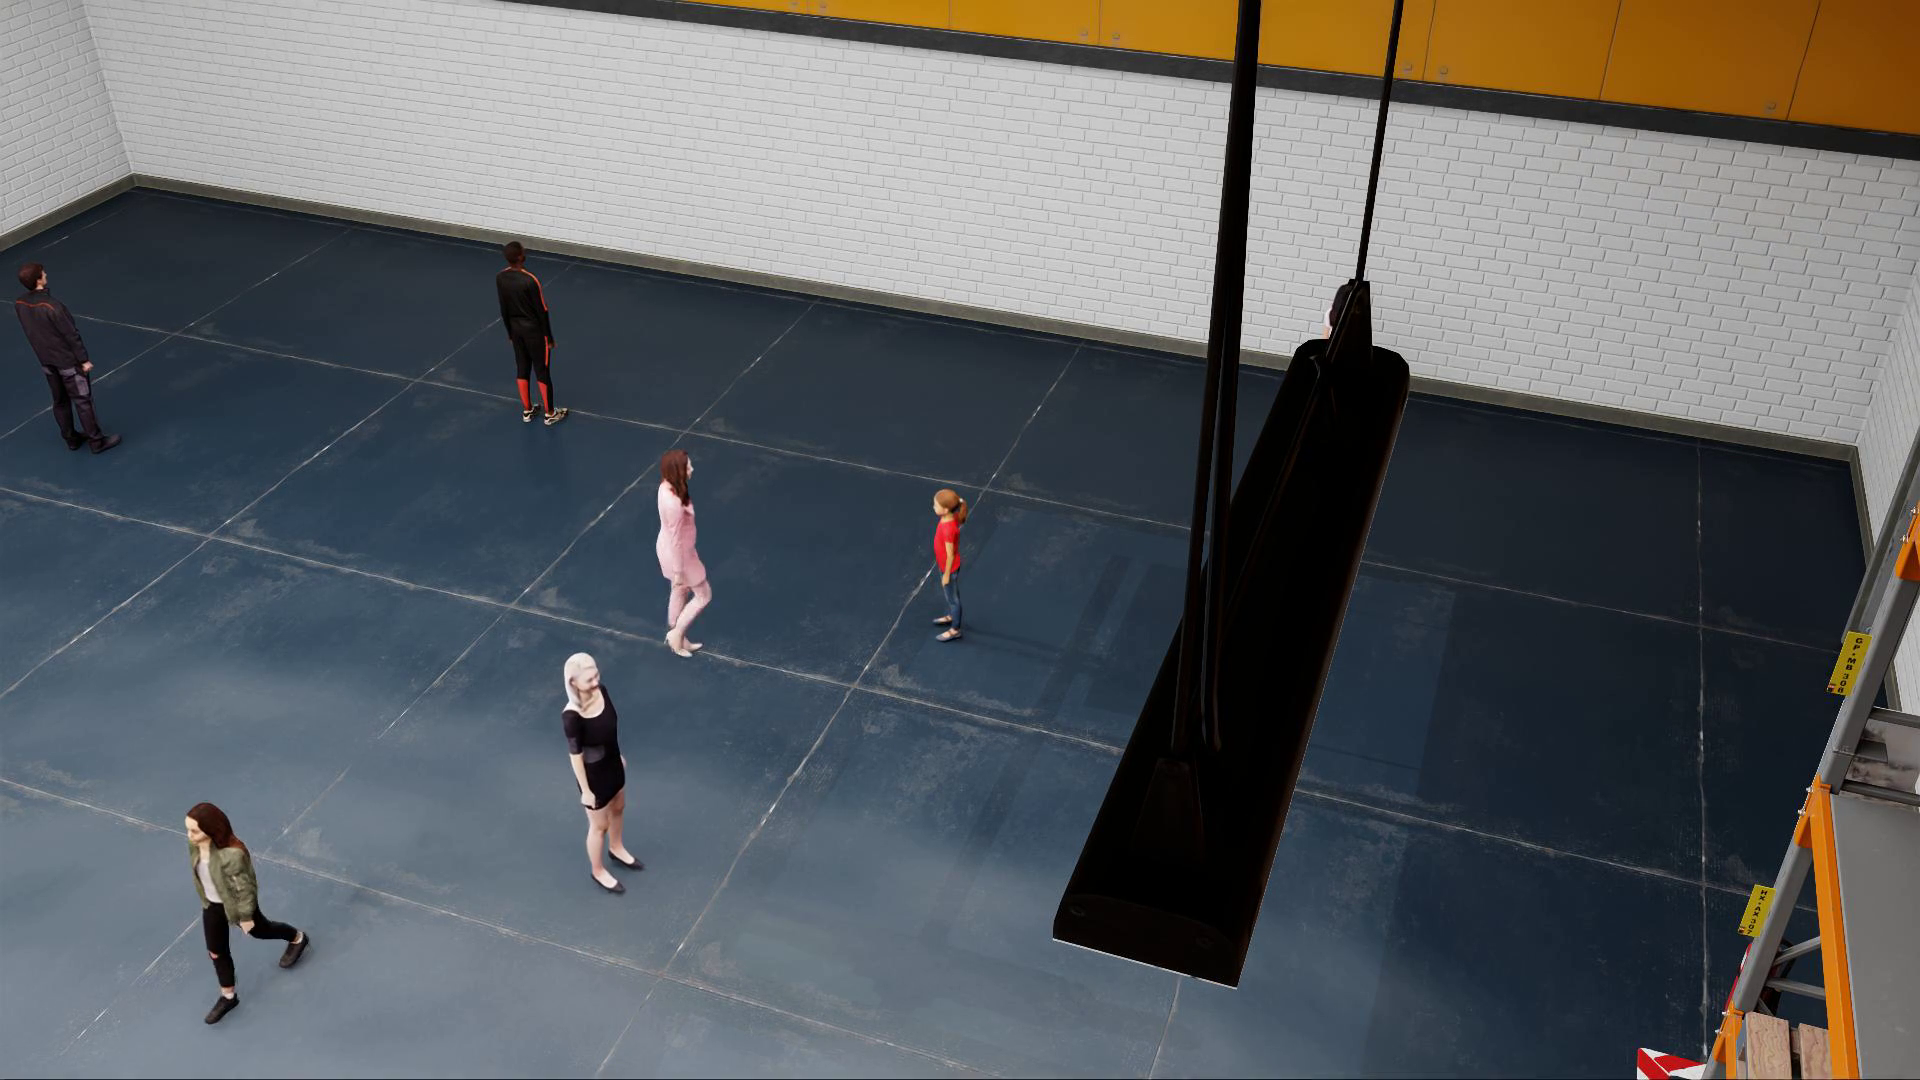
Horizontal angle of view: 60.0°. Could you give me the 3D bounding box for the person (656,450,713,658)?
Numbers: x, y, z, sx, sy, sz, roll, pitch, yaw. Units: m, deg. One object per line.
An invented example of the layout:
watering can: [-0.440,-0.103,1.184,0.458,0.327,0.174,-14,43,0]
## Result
person: [-2.175,0.133,12.358,0.819,1.791,0.745,-10,35,-15]

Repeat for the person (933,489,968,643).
person: [-0.080,0.179,12.724,0.615,1.309,0.516,-2,34,-3]

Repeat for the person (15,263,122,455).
person: [-8.103,-1.634,14.974,0.725,1.839,0.567,10,35,14]

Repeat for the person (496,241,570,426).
person: [-4.012,-1.928,15.443,0.618,1.808,0.518,11,35,16]

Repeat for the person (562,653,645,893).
person: [-2.261,1.439,10.362,0.637,1.826,0.406,11,35,16]

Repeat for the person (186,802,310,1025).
person: [-4.202,2.085,9.734,0.653,1.445,0.992,15,37,22]
